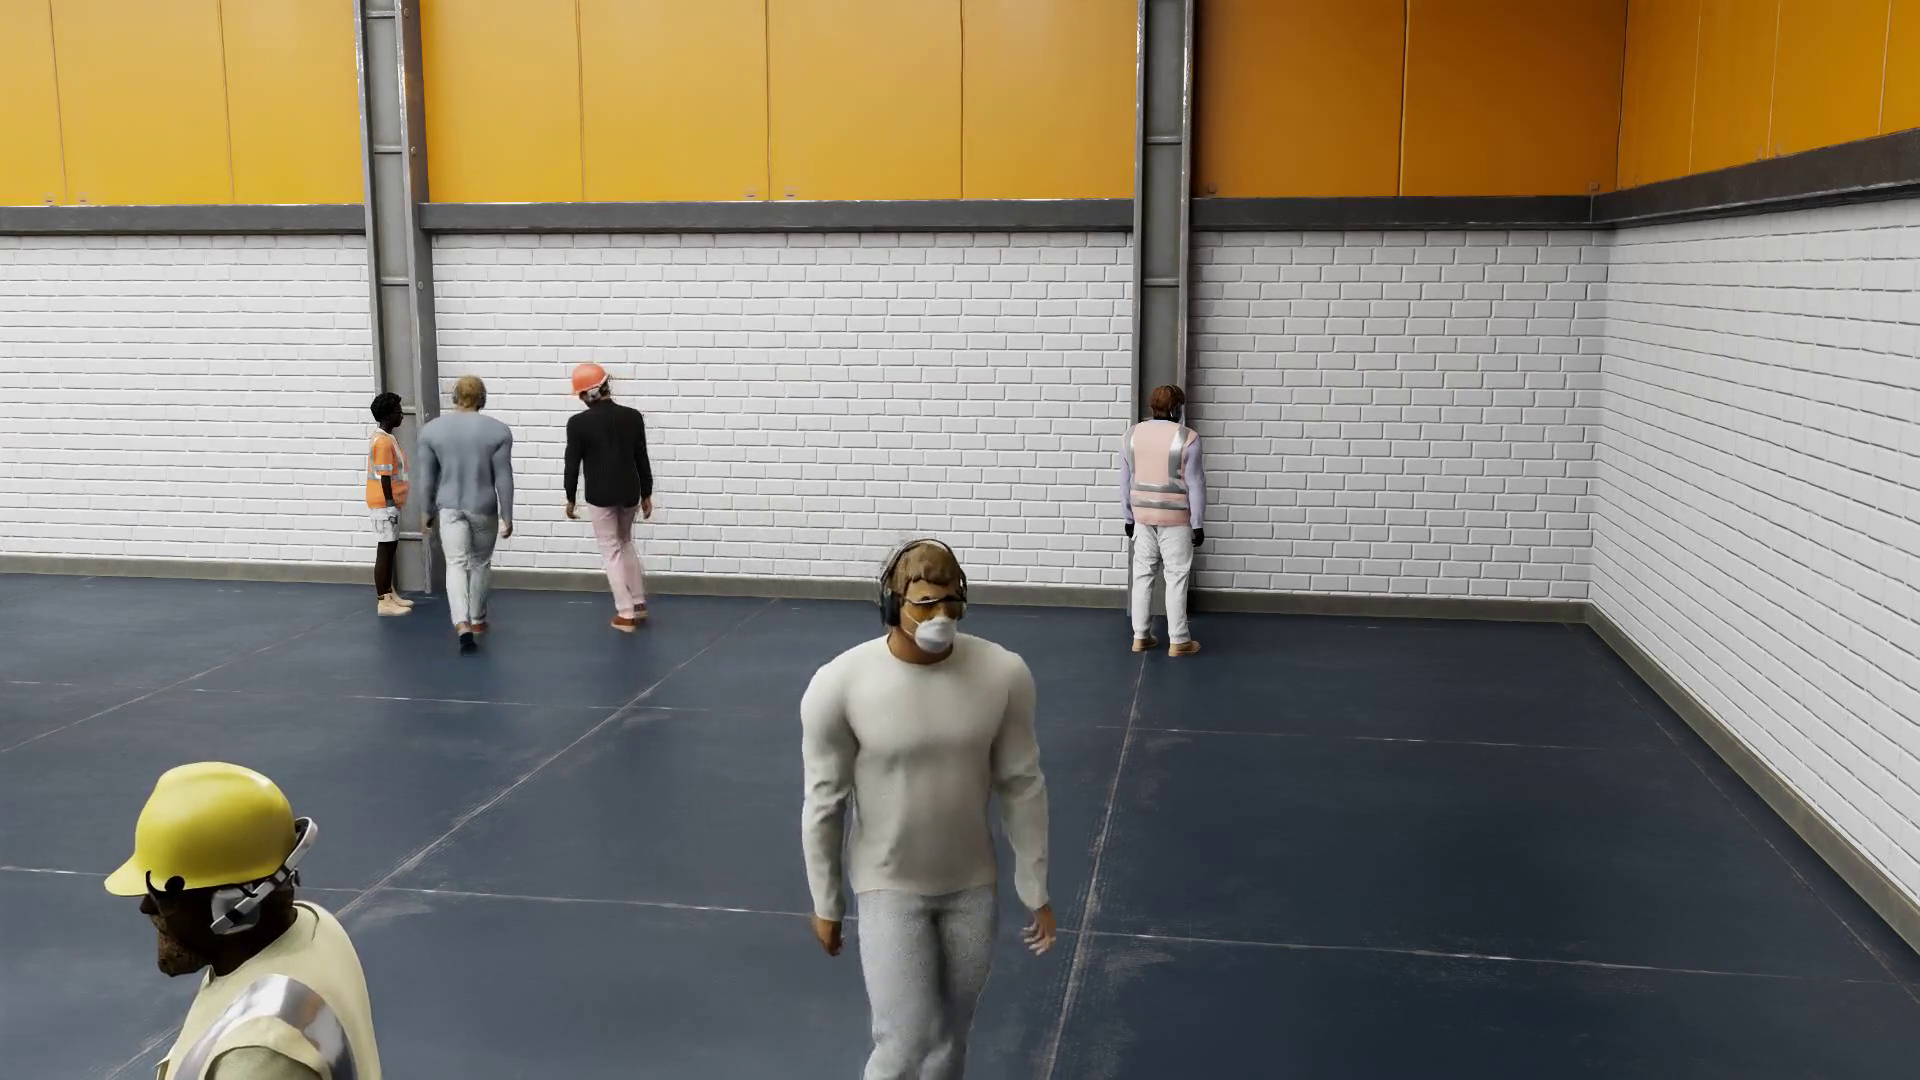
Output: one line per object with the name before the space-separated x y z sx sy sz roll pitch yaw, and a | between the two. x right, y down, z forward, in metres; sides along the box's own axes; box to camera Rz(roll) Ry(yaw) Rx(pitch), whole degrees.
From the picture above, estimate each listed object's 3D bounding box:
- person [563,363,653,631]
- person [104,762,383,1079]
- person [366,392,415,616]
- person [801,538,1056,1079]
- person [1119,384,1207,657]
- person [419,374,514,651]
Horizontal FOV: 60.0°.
person | -2.574 -0.312 12.083 0.639 1.944 0.644 -8 12 -41
person | -1.166 1.252 2.812 0.403 1.825 0.596 -2 10 -15
person | -4.333 -0.272 12.610 0.320 1.694 0.531 -2 10 -14
person | -0.077 0.945 4.408 0.640 1.921 0.542 -4 10 -23
person | 1.391 -0.135 11.291 0.637 1.842 0.429 7 11 36
person | -3.423 -0.200 11.547 0.647 1.900 0.958 -2 9 -9
